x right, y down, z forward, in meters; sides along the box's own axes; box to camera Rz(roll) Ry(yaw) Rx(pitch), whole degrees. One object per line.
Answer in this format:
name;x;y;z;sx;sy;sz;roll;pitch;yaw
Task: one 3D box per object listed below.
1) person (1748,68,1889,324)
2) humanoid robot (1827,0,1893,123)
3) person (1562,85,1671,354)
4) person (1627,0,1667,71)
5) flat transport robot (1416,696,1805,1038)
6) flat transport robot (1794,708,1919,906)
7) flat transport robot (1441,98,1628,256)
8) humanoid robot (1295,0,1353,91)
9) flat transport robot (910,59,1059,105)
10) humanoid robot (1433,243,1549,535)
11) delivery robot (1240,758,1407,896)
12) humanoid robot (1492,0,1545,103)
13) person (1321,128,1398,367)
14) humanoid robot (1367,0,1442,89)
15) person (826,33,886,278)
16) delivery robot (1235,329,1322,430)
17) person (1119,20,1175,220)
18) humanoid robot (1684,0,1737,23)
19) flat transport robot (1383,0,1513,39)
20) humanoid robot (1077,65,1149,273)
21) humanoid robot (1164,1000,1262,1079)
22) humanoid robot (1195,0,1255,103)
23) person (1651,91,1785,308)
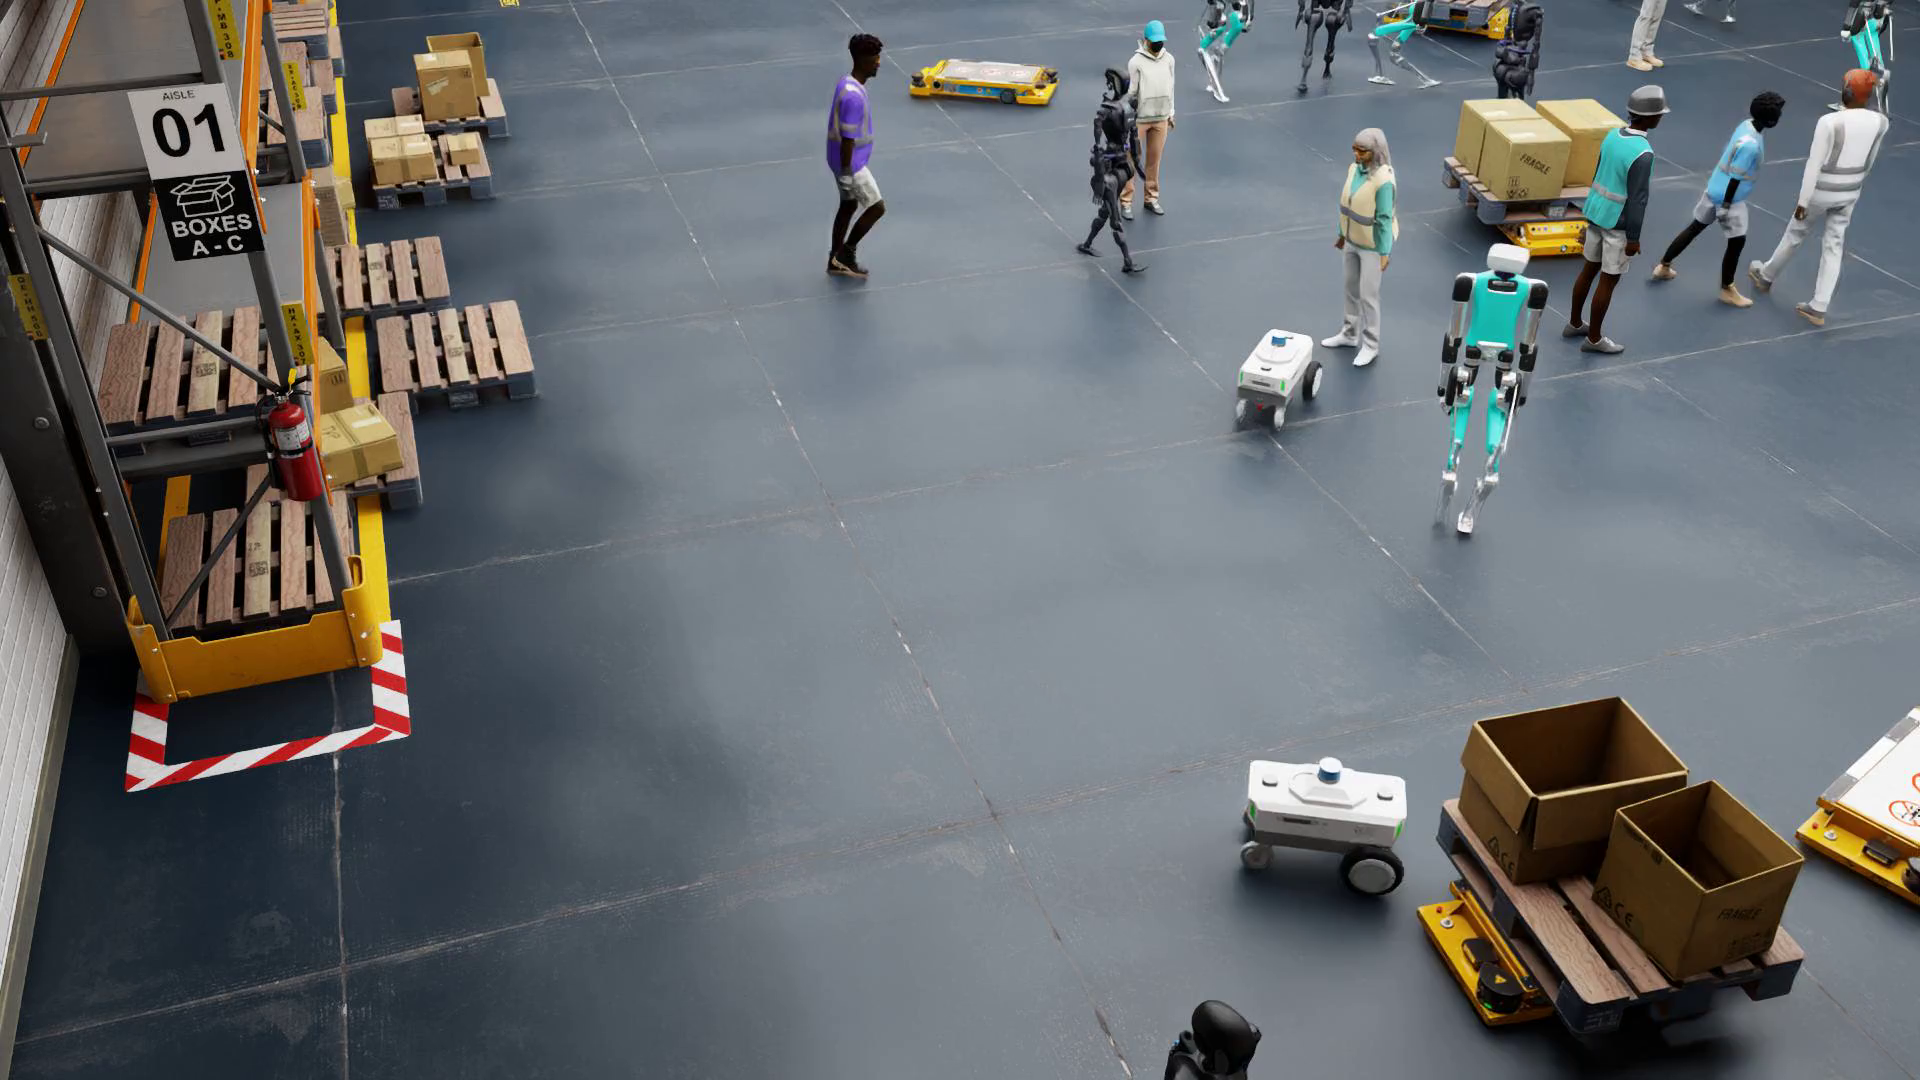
person;6.441;-2.618;12.426;0.581;1.844;0.915;-3;33;-5
humanoid robot;8.948;-4.885;16.082;0.553;1.861;0.832;-13;35;-19
person;4.647;-2.269;11.810;0.427;1.938;0.564;-6;34;-9
person;7.346;-5.870;17.408;0.462;1.869;0.361;-23;39;-31
flat transport robot;2.802;1.692;7.263;1.431;0.231;0.659;-8;34;-12
flat transport robot;4.679;1.226;7.978;1.431;0.231;0.659;-25;41;-33
flat transport robot;4.828;-2.780;14.123;0.659;0.231;1.431;-4;33;-6
humanoid robot;3.713;-5.395;16.887;0.589;1.630;0.771;11;35;17
flat transport robot;0.255;-4.706;17.076;1.431;0.231;0.659;8;34;12
humanoid robot;3.052;-0.749;9.728;0.533;1.836;0.781;7;34;11
delivery robot;1.691;1.271;7.662;0.814;0.610;0.499;6;34;9
humanoid robot;5.097;-4.377;15.287;0.338;1.656;0.584;-8;34;-13
person;2.865;-2.069;11.720;0.378;1.699;0.510;-15;36;-21
humanoid robot;4.455;-5.297;16.652;0.994;1.732;0.538;2;33;4
person;-0.827;-2.930;12.832;0.541;1.925;0.629;-4;33;-6
delivery robot;2.157;-1.143;11.356;0.499;0.602;0.795;15;36;21
person;1.590;-3.524;13.975;0.471;1.674;0.379;-11;35;-17
humanoid robot;8.724;-6.628;18.729;0.539;1.735;1.050;-11;35;-16
flat transport robot;5.649;-5.994;19.052;1.431;0.231;0.659;17;37;24
humanoid robot;1.252;-2.935;13.115;0.771;1.627;0.587;24;40;32
humanoid robot;0.708;2.000;5.552;0.730;1.622;0.615;27;41;34
humanoid robot;2.583;-5.184;16.559;0.550;1.880;0.766;-14;36;-20
person;5.789;-2.629;12.626;0.740;1.648;0.574;9;34;14
